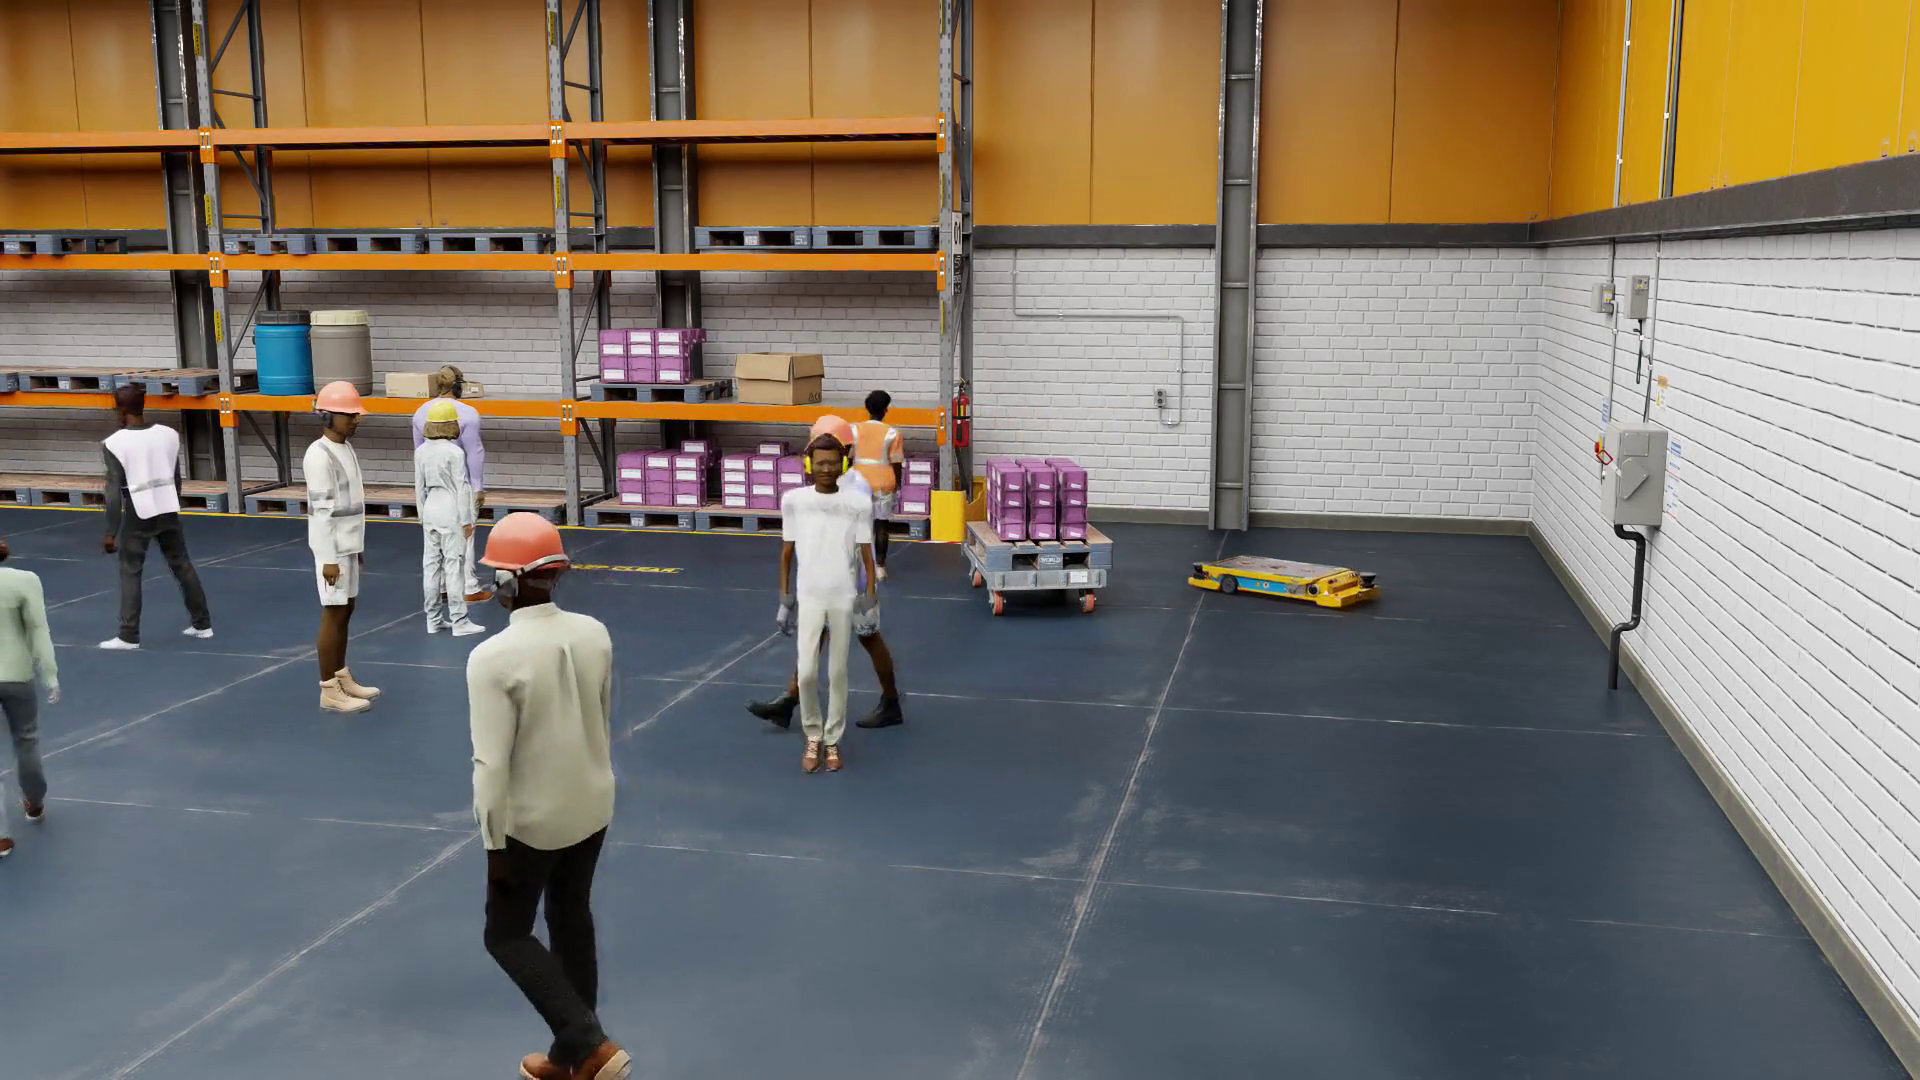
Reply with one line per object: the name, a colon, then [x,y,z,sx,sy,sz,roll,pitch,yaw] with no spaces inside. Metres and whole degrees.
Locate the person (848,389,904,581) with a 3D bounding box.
person: [-0.760,-0.444,14.215,0.554,1.670,0.561,1,10,8]

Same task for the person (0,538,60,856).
person: [-4.597,0.663,7.924,0.518,1.593,0.827,-5,11,-27]

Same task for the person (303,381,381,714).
person: [-3.802,0.039,10.271,0.393,2.039,0.613,-1,10,-6]

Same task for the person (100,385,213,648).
person: [-5.870,-0.169,11.989,0.441,1.903,0.635,5,11,27]

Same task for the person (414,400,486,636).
person: [-3.809,-0.162,12.345,0.485,1.744,0.308,5,11,29]

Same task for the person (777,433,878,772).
person: [-0.711,0.351,8.970,0.549,1.854,0.495,-1,10,-7]

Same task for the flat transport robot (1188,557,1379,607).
flat transport robot: [2.678,0.324,13.819,1.431,0.197,0.652,8,13,40]

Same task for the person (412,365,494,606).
person: [-4.095,-0.438,13.400,0.629,1.939,0.376,4,10,22]

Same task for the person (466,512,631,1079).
person: [-1.316,0.897,5.398,0.564,1.981,0.620,6,11,33]

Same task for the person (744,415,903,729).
person: [-0.762,0.215,9.708,0.983,1.878,0.567,-5,11,-26]
